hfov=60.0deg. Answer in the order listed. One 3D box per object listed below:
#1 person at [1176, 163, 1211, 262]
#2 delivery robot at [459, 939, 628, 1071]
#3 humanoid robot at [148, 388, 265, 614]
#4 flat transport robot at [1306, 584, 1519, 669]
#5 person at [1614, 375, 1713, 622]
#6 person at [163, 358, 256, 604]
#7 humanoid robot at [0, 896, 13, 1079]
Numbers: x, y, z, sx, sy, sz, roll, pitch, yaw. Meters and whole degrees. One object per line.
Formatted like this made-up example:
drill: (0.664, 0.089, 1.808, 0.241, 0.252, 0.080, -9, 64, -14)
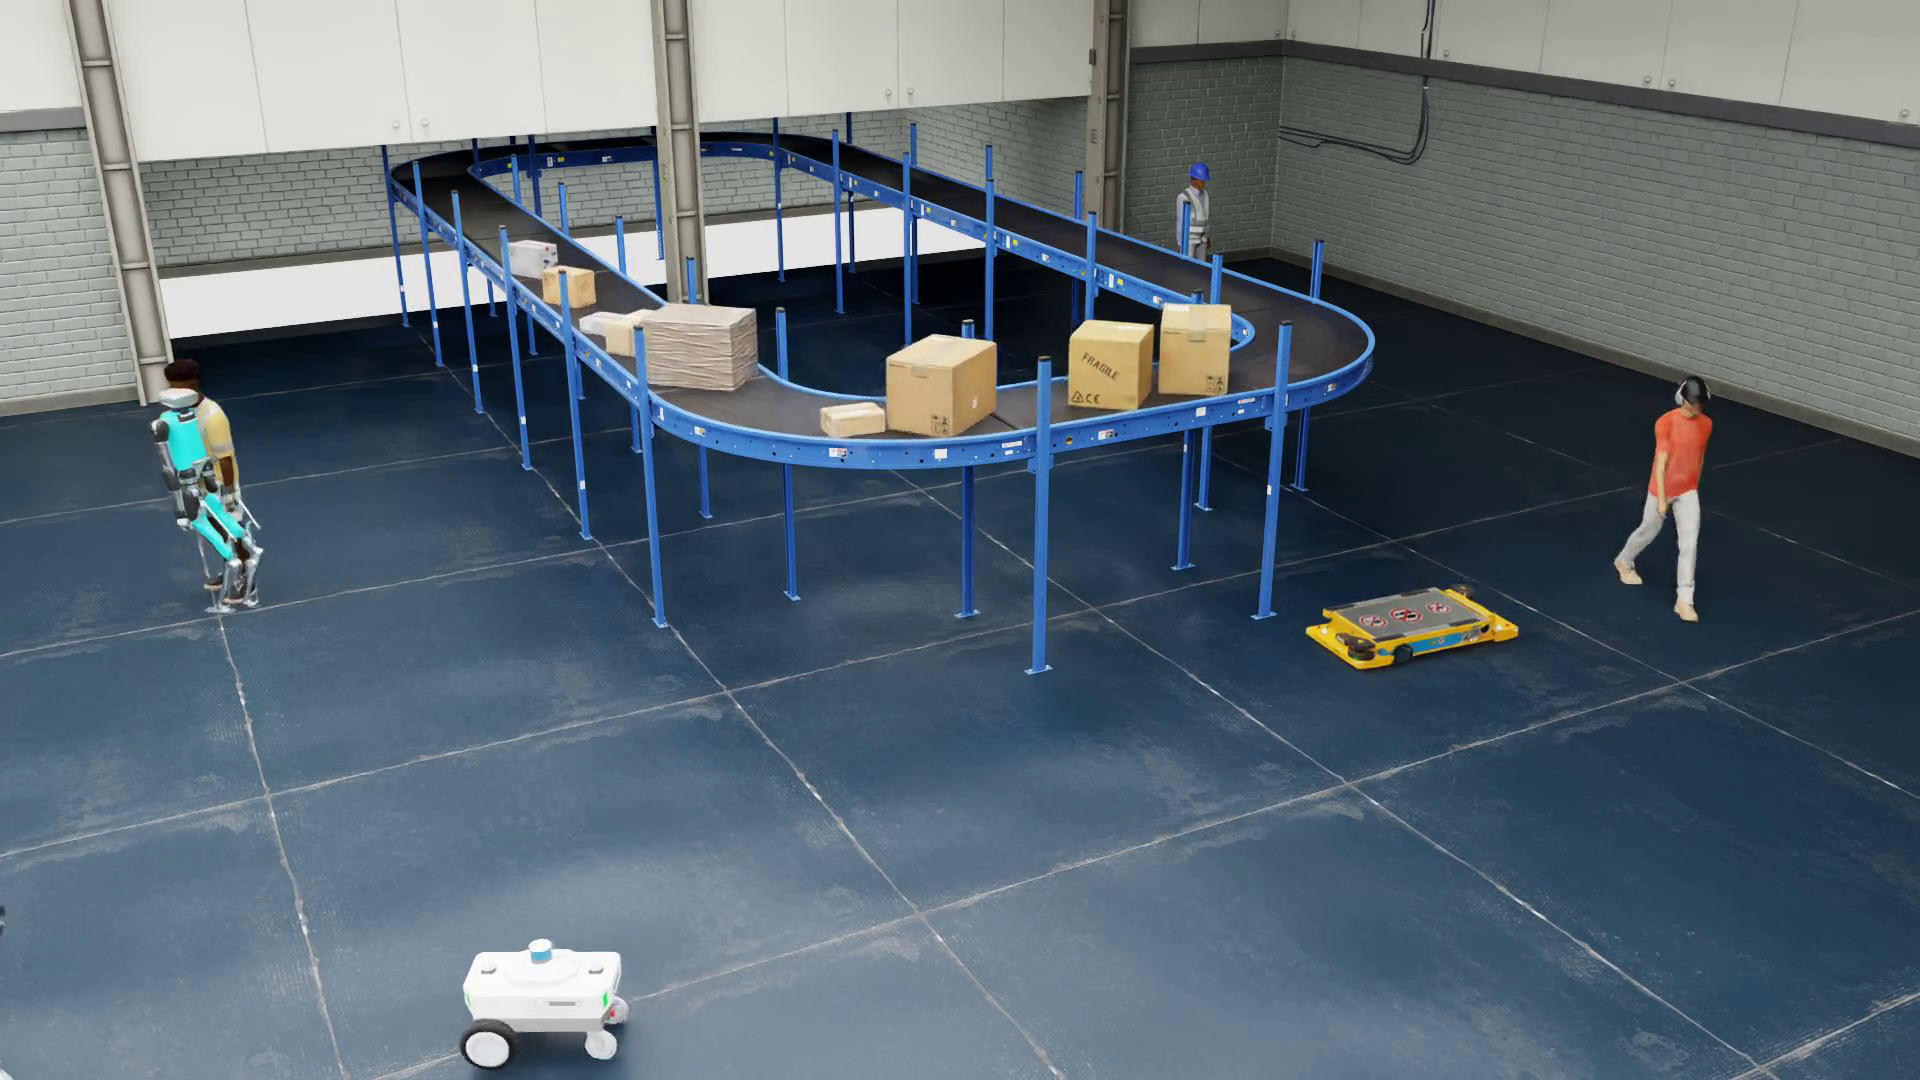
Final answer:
person: (2.967, -3.814, 21.090, 0.415, 1.933, 0.615, 20, 30, 41)
delivery robot: (-2.015, 2.200, 8.036, 0.764, 0.578, 0.499, 0, 22, 0)
humanoid robot: (-5.583, -0.269, 12.566, 0.776, 1.760, 0.540, 7, 23, 17)
flat transport robot: (3.347, 0.638, 12.298, 1.431, 0.231, 0.659, -9, 24, -21)
person: (5.444, -0.396, 12.746, 0.466, 1.864, 0.976, -2, 22, -5)
person: (-5.780, -0.471, 12.804, 0.409, 1.954, 0.688, -20, 29, -40)
humanoid robot: (-4.825, 1.736, 7.702, 0.873, 1.829, 0.560, 17, 28, 36)
